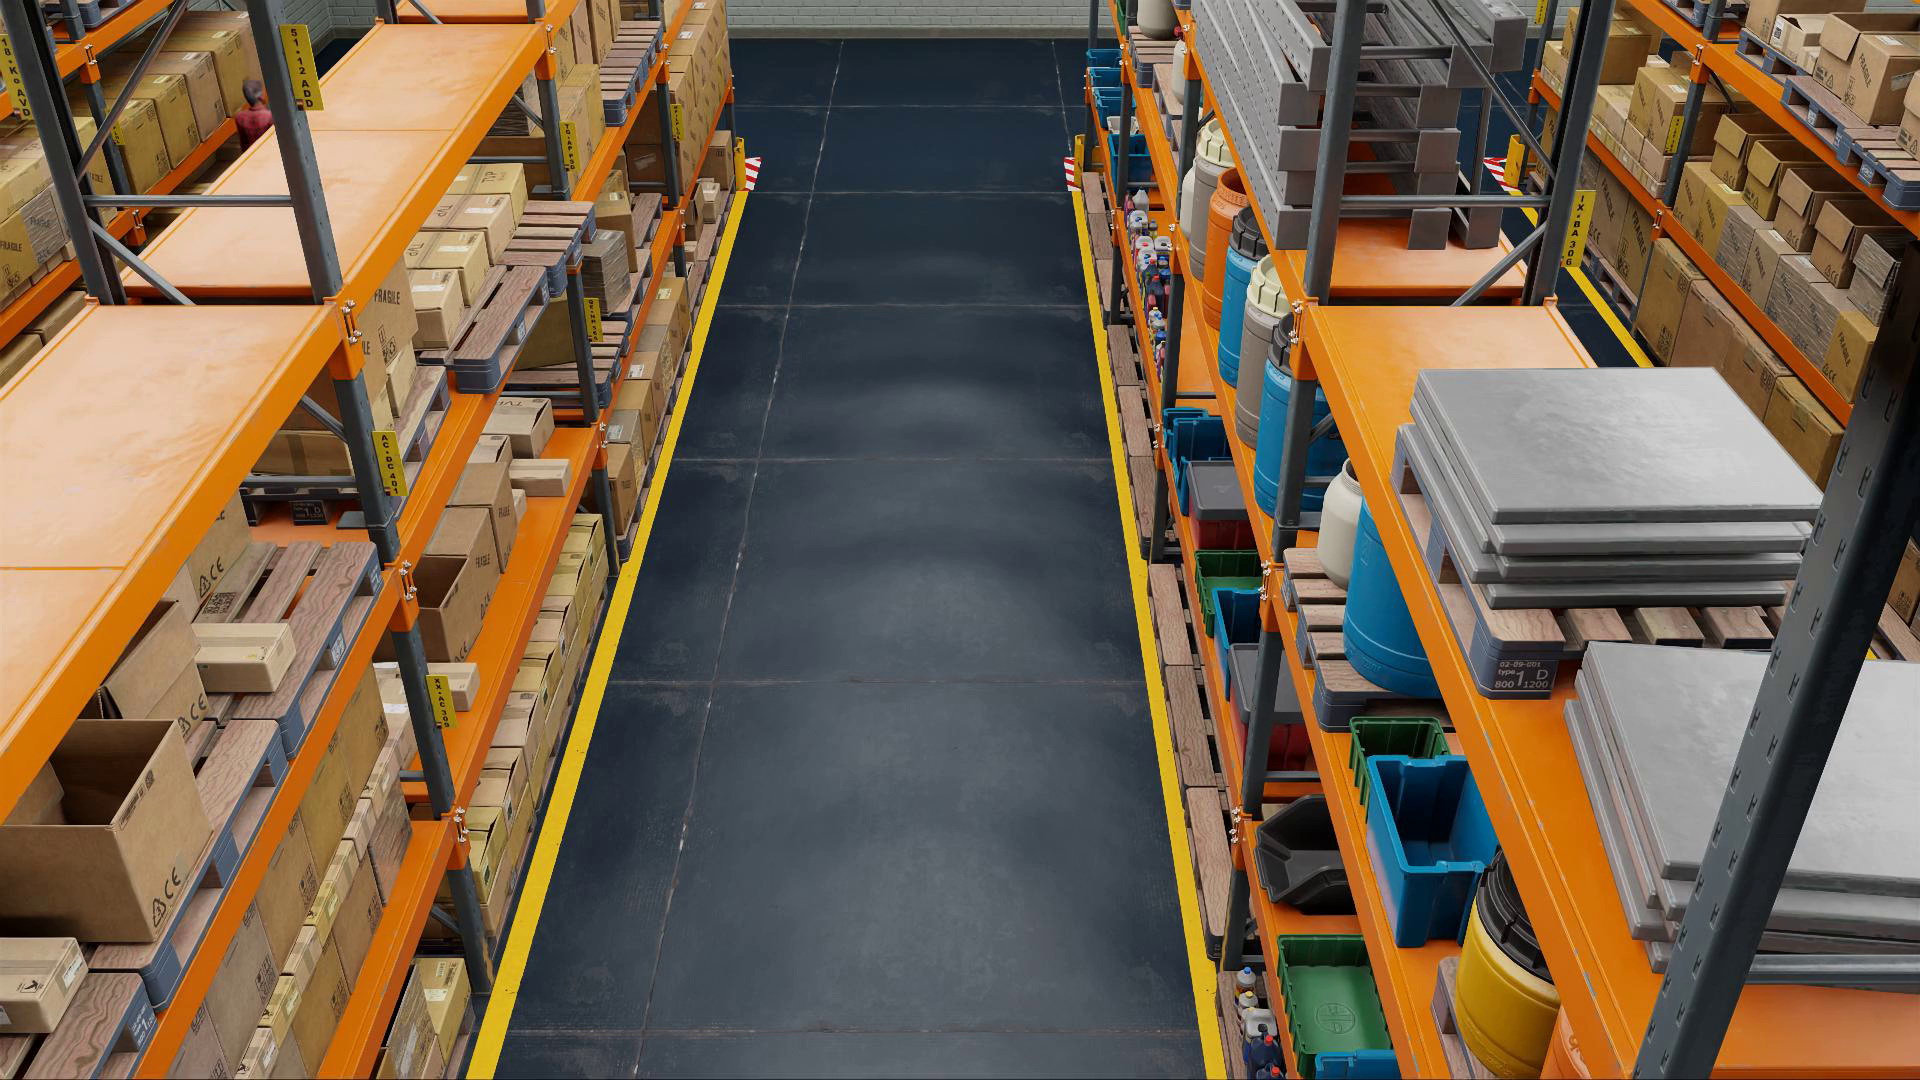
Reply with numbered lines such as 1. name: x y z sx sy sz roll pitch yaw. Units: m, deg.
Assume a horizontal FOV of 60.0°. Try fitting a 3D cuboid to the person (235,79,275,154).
1. person: -6.992 -3.766 16.898 0.739 1.831 0.644 8 34 12
